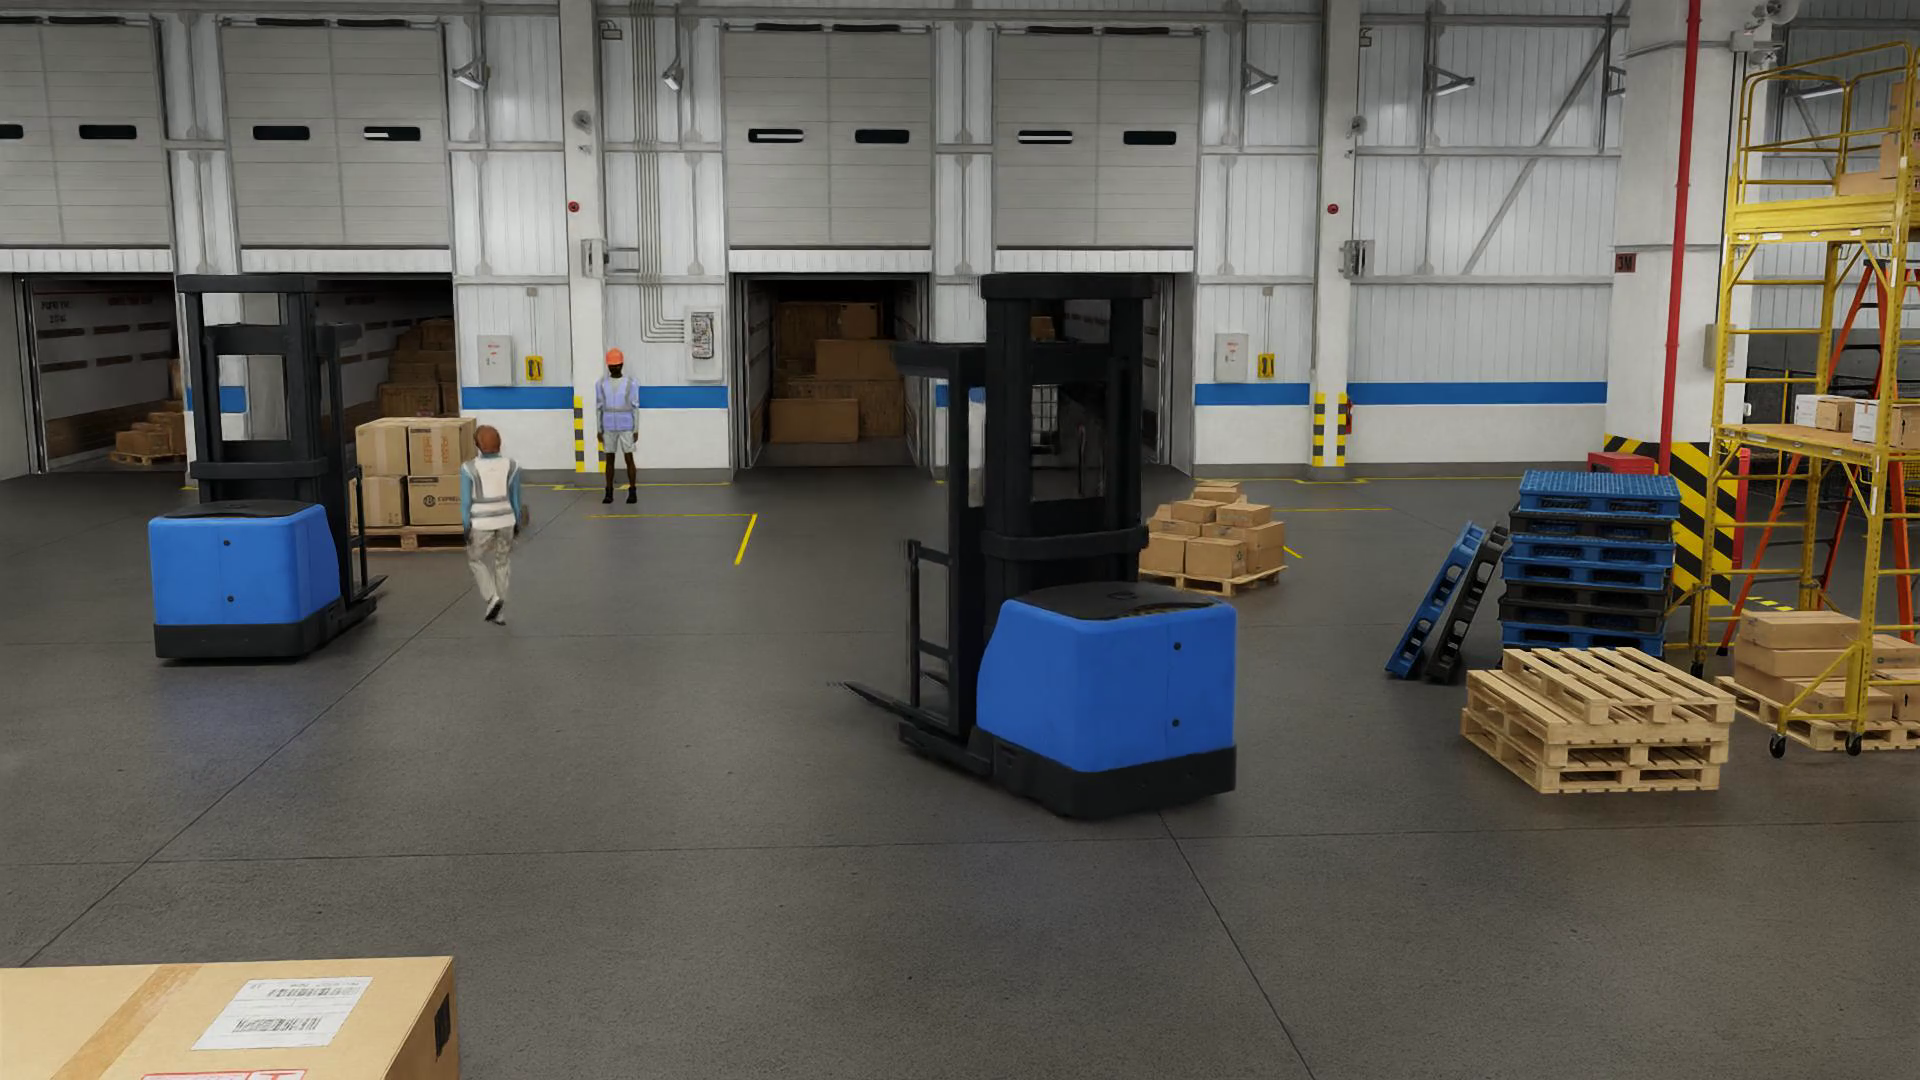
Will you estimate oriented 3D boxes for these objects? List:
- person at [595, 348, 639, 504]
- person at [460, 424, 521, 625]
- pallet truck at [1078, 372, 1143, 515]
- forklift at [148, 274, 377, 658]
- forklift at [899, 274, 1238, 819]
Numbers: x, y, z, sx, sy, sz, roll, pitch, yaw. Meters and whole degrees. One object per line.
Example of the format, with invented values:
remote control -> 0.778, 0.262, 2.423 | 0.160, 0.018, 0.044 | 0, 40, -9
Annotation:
person -> -4.225, -1.396, 20.513 | 0.545, 1.928, 0.394 | 1, 9, 3
person -> -3.781, -0.118, 13.394 | 0.522, 1.626, 0.373 | -6, 11, -34
pallet truck -> 2.088, -0.836, 16.757 | 1.885, 1.965, 0.823 | 2, 9, 13
forklift -> -5.348, -0.627, 12.681 | 1.129, 2.768, 1.873 | -1, 9, -4
forklift -> 0.593, -0.076, 9.222 | 1.129, 2.768, 1.873 | -5, 11, -31
